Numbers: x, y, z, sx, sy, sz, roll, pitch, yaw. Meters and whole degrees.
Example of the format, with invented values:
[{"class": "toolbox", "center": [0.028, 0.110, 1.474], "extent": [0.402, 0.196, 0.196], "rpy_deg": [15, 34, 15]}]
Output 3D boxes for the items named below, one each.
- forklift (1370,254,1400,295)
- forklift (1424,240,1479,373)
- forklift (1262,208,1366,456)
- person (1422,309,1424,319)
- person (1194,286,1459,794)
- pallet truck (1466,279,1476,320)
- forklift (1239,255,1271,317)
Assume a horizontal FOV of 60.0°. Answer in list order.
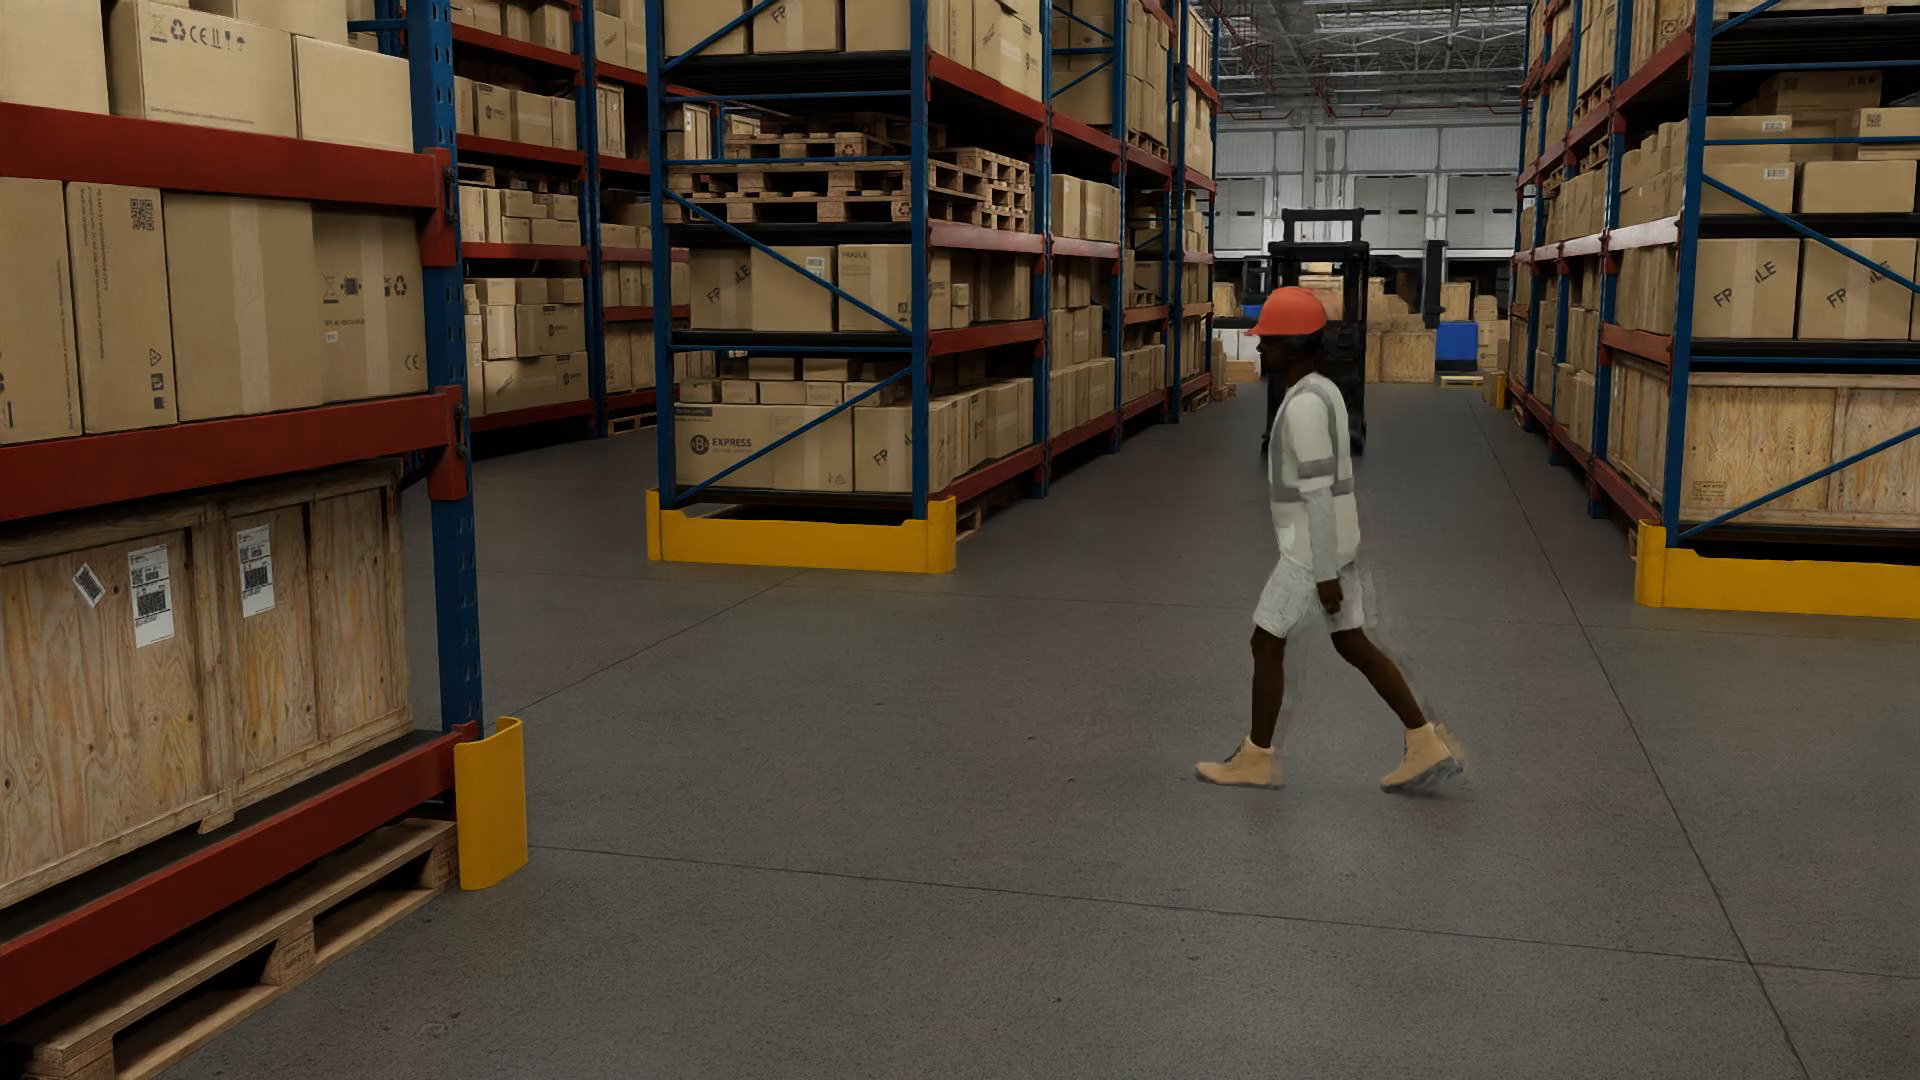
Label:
[{"class": "forklift", "center": [14.380, -8.296, 56.477], "extent": [1.129, 2.768, 1.873], "rpy_deg": [-2, 9, -11]}, {"class": "forklift", "center": [10.071, -4.973, 35.365], "extent": [1.873, 2.768, 1.129], "rpy_deg": [2, 9, 14]}, {"class": "forklift", "center": [4.202, -2.465, 19.433], "extent": [1.129, 2.768, 1.873], "rpy_deg": [2, 9, 15]}, {"class": "person", "center": [14.093, -6.773, 49.836], "extent": [0.482, 1.925, 0.641], "rpy_deg": [8, 12, 42]}, {"class": "person", "center": [1.475, 0.020, 6.461], "extent": [0.990, 2.007, 0.614], "rpy_deg": [4, 10, 22]}, {"class": "pallet truck", "center": [18.896, -8.459, 60.307], "extent": [1.885, 1.965, 0.823], "rpy_deg": [5, 10, 31]}, {"class": "forklift", "center": [10.342, -8.540, 58.027], "extent": [1.129, 2.768, 1.873], "rpy_deg": [2, 9, 15]}]
